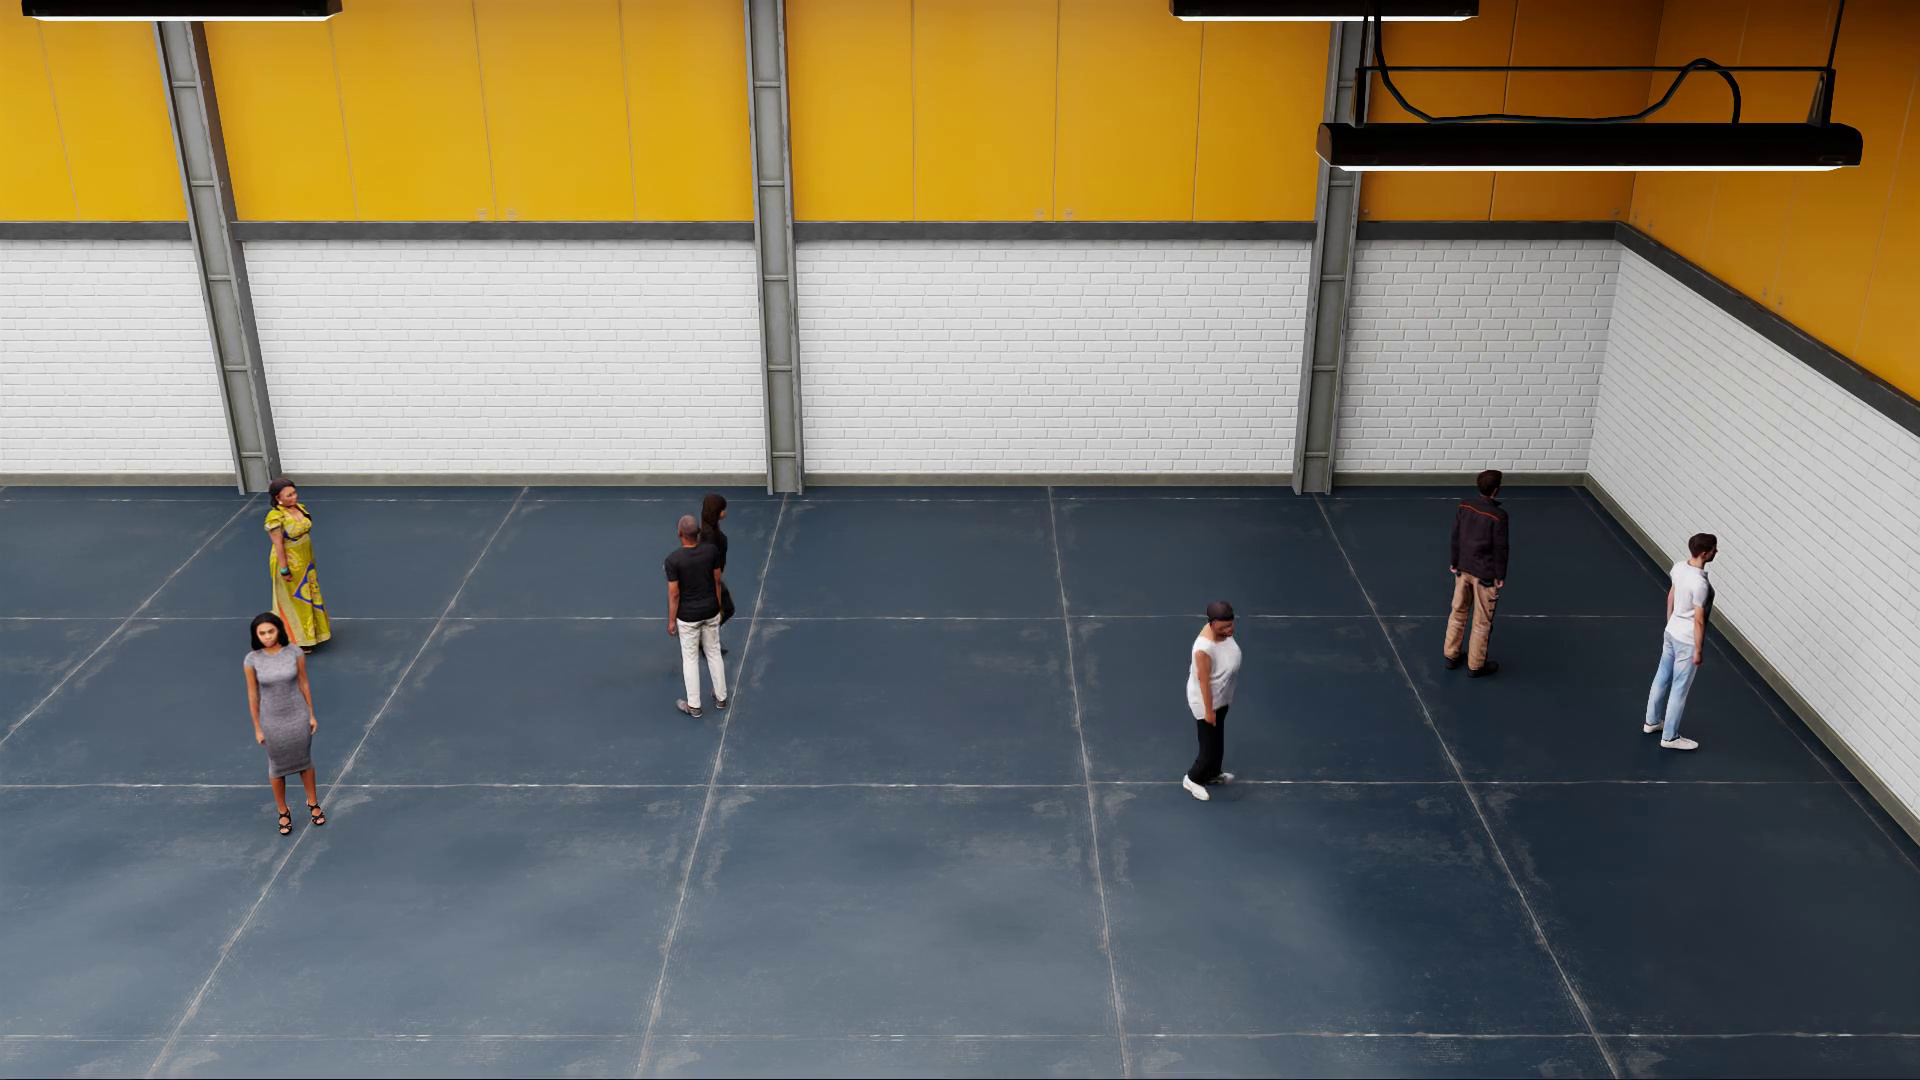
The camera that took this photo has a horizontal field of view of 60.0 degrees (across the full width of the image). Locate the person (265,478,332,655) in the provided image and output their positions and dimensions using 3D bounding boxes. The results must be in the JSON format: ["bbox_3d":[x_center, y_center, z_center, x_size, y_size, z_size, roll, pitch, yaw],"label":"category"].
[{"bbox_3d":[-6.065,0.205,15.150,0.801,1.660,0.879,3,24,6],"label":"person"}]

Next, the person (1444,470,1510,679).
[{"bbox_3d":[4.560,0.279,14.649,0.836,1.925,0.793,-19,30,-37],"label":"person"}]

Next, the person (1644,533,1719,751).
[{"bbox_3d":[5.891,0.800,13.551,0.561,1.851,0.661,-2,24,-5],"label":"person"}]

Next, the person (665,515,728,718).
[{"bbox_3d":[-2.210,0.632,13.994,0.729,1.805,0.825,-15,28,-30],"label":"person"}]

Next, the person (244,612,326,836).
[{"bbox_3d":[-5.026,1.354,12.371,0.615,1.781,0.726,-13,27,-27],"label":"person"}]

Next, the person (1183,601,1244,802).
[{"bbox_3d":[1.987,1.190,12.877,0.750,1.675,0.765,2,24,5],"label":"person"}]

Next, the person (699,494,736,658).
[{"bbox_3d":[-2.280,0.352,14.849,0.684,1.632,0.736,-7,25,-15],"label":"person"}]
